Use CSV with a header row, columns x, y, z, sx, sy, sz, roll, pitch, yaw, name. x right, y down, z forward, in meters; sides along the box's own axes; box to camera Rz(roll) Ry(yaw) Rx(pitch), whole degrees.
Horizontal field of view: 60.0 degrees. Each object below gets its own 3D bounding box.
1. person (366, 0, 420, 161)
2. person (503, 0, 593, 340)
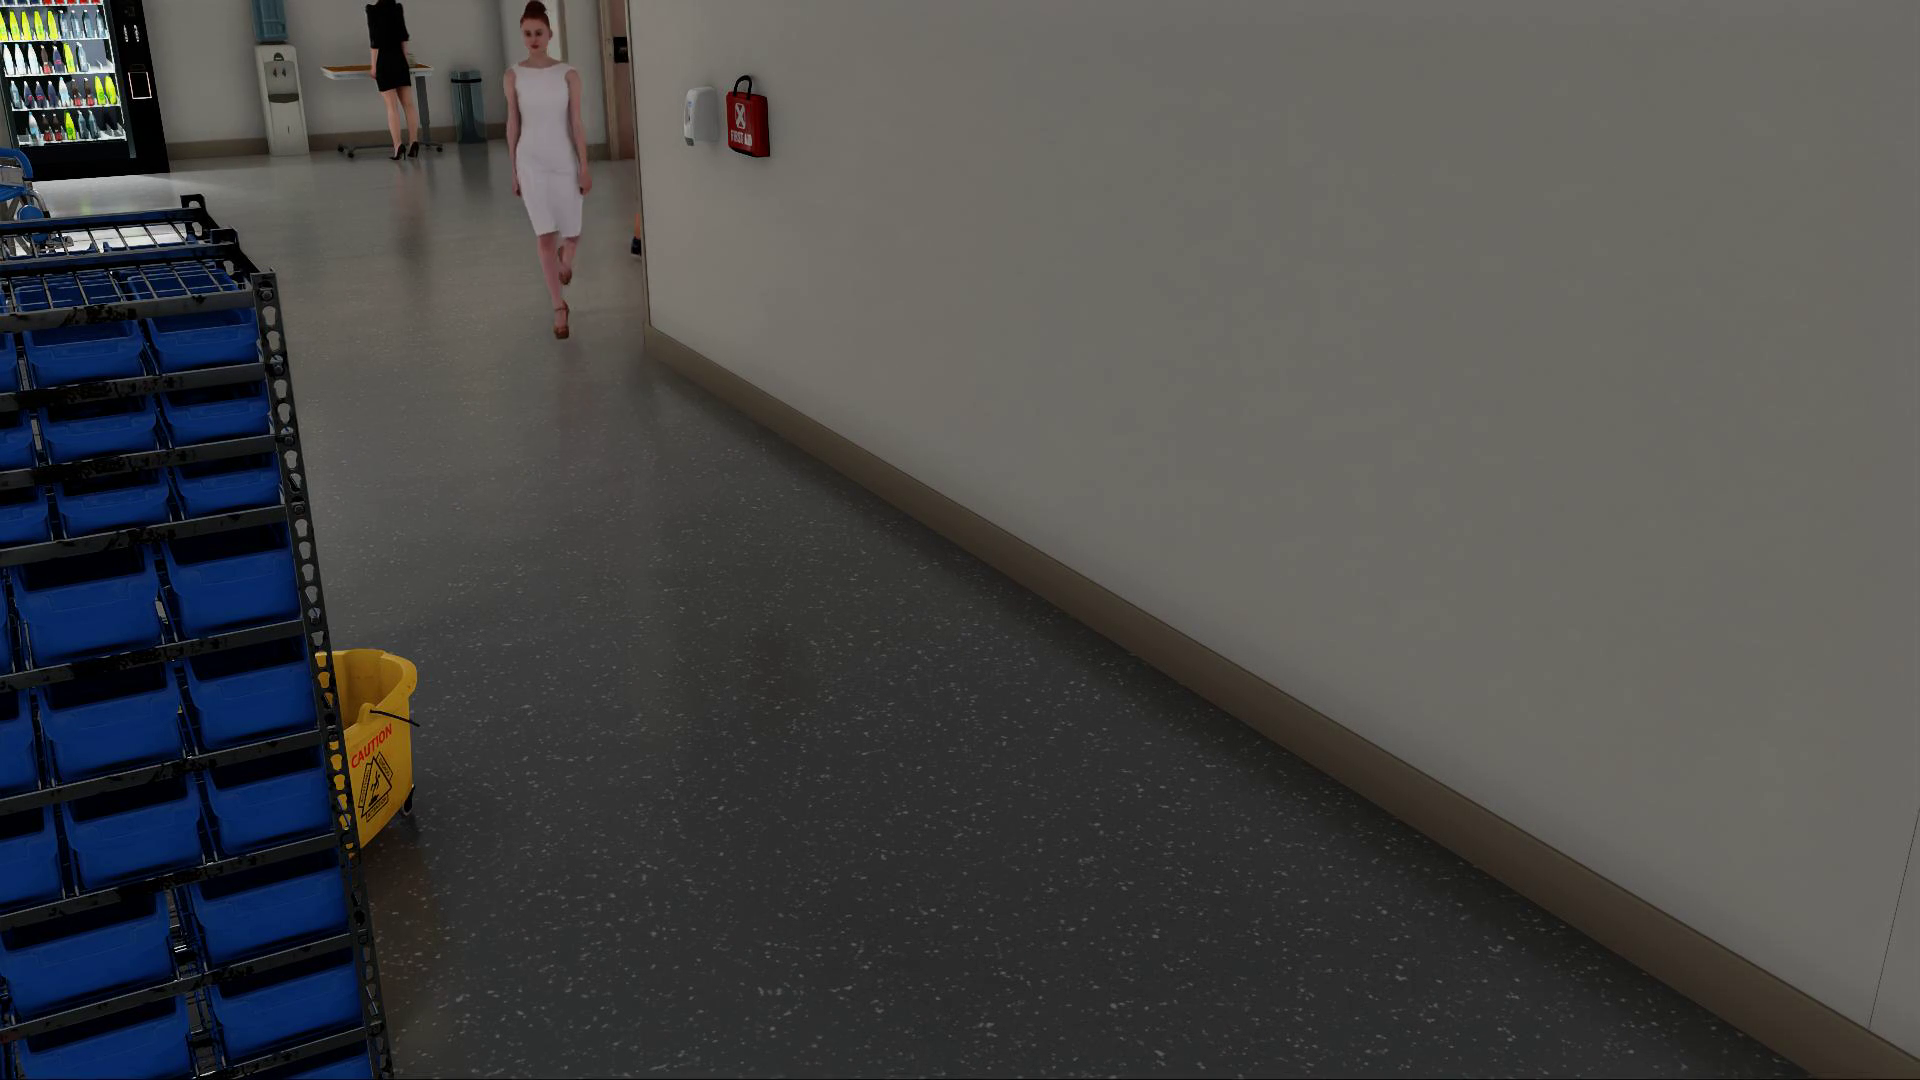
x,y,z,sx,sy,sz,roll,pitch,yaw,name
-5.366,-4.473,15.742,0.736,1.696,0.624,13,24,30,person
-2.231,-2.007,9.125,0.988,1.773,0.853,-4,21,-9,person
